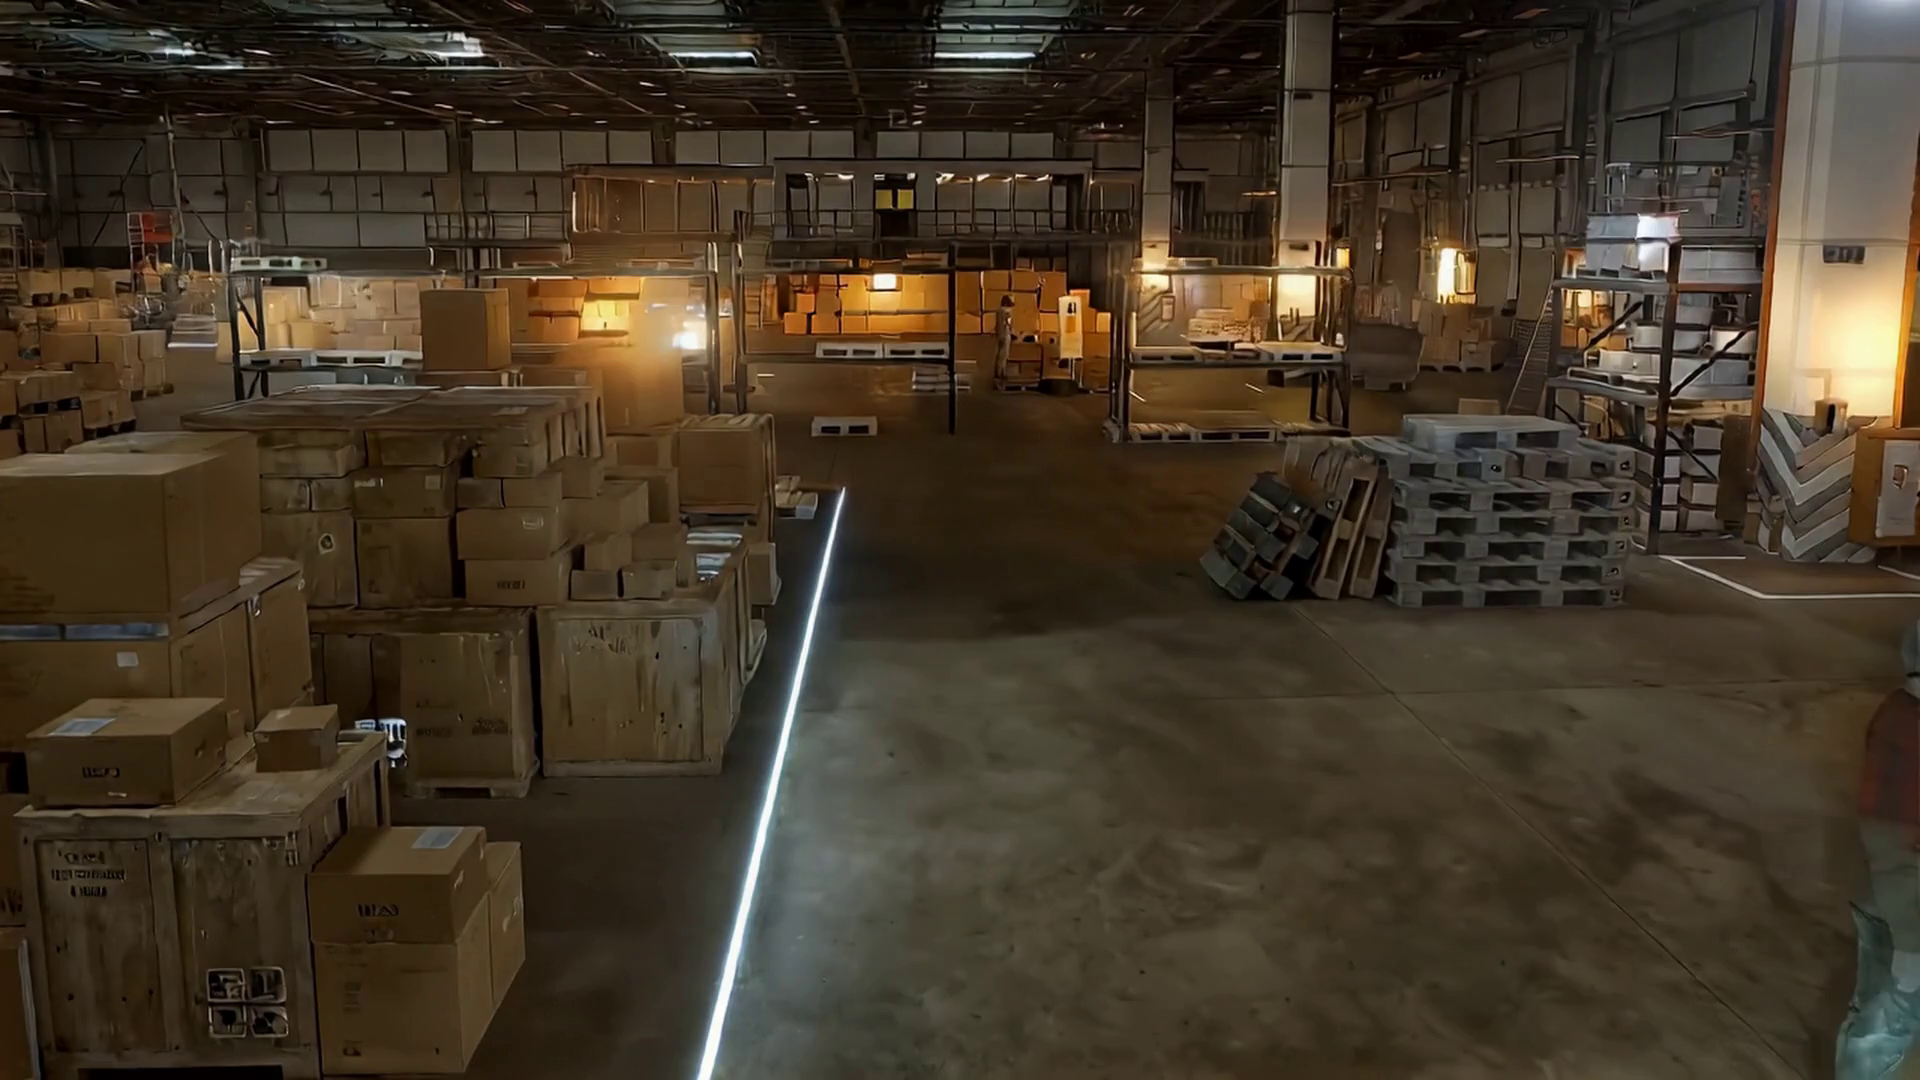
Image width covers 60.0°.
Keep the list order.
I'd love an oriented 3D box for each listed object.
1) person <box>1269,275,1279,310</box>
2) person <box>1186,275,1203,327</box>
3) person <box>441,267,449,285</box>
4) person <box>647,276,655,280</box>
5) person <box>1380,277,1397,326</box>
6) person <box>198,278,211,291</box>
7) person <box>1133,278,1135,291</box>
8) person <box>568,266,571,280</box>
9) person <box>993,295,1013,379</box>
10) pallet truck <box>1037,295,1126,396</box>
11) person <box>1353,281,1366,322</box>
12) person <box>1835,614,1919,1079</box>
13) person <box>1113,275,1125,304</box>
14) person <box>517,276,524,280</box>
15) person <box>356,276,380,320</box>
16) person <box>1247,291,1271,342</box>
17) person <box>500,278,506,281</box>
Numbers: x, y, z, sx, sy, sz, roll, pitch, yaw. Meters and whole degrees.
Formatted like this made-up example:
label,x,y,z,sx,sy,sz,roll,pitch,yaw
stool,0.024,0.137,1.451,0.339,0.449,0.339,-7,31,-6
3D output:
label,x,y,z,sx,sy,sz,roll,pitch,yaw
person,14.037,-11.218,74.179,0.594,1.914,0.960,0,10,1
person,8.383,-8.525,58.973,0.650,1.981,0.628,5,11,26
person,-22.992,-11.235,74.337,0.356,1.887,0.572,-8,13,-37
person,-10.202,-7.840,55.065,0.618,2.024,0.819,-4,11,-20
person,14.450,-7.919,55.968,0.677,1.859,0.963,-2,10,-10
person,-26.658,-8.387,58.823,0.552,1.750,0.365,2,10,11
person,6.762,-9.563,65.381,0.765,1.737,0.538,8,13,37
person,-17.839,-11.615,76.341,0.587,1.928,0.382,-9,13,-40
person,0.953,-4.479,36.745,0.521,1.873,0.334,8,13,39
pallet truck,2.483,-3.881,33.060,1.885,1.965,0.823,-7,13,-36
person,14.001,-8.257,58.407,0.542,1.651,0.883,-4,11,-19
person,2.946,1.155,5.168,0.371,1.941,0.627,6,12,29
person,6.277,-9.501,64.941,0.686,1.803,0.627,-4,11,-23
person,-15.575,-8.514,59.172,0.542,1.902,0.925,-3,11,-16
person,-18.709,-7.407,52.586,0.688,2.000,0.536,3,11,18
person,7.494,-5.356,41.841,0.624,1.791,0.954,4,11,20
person,-14.273,-7.197,51.787,0.444,1.915,0.636,0,10,-1
